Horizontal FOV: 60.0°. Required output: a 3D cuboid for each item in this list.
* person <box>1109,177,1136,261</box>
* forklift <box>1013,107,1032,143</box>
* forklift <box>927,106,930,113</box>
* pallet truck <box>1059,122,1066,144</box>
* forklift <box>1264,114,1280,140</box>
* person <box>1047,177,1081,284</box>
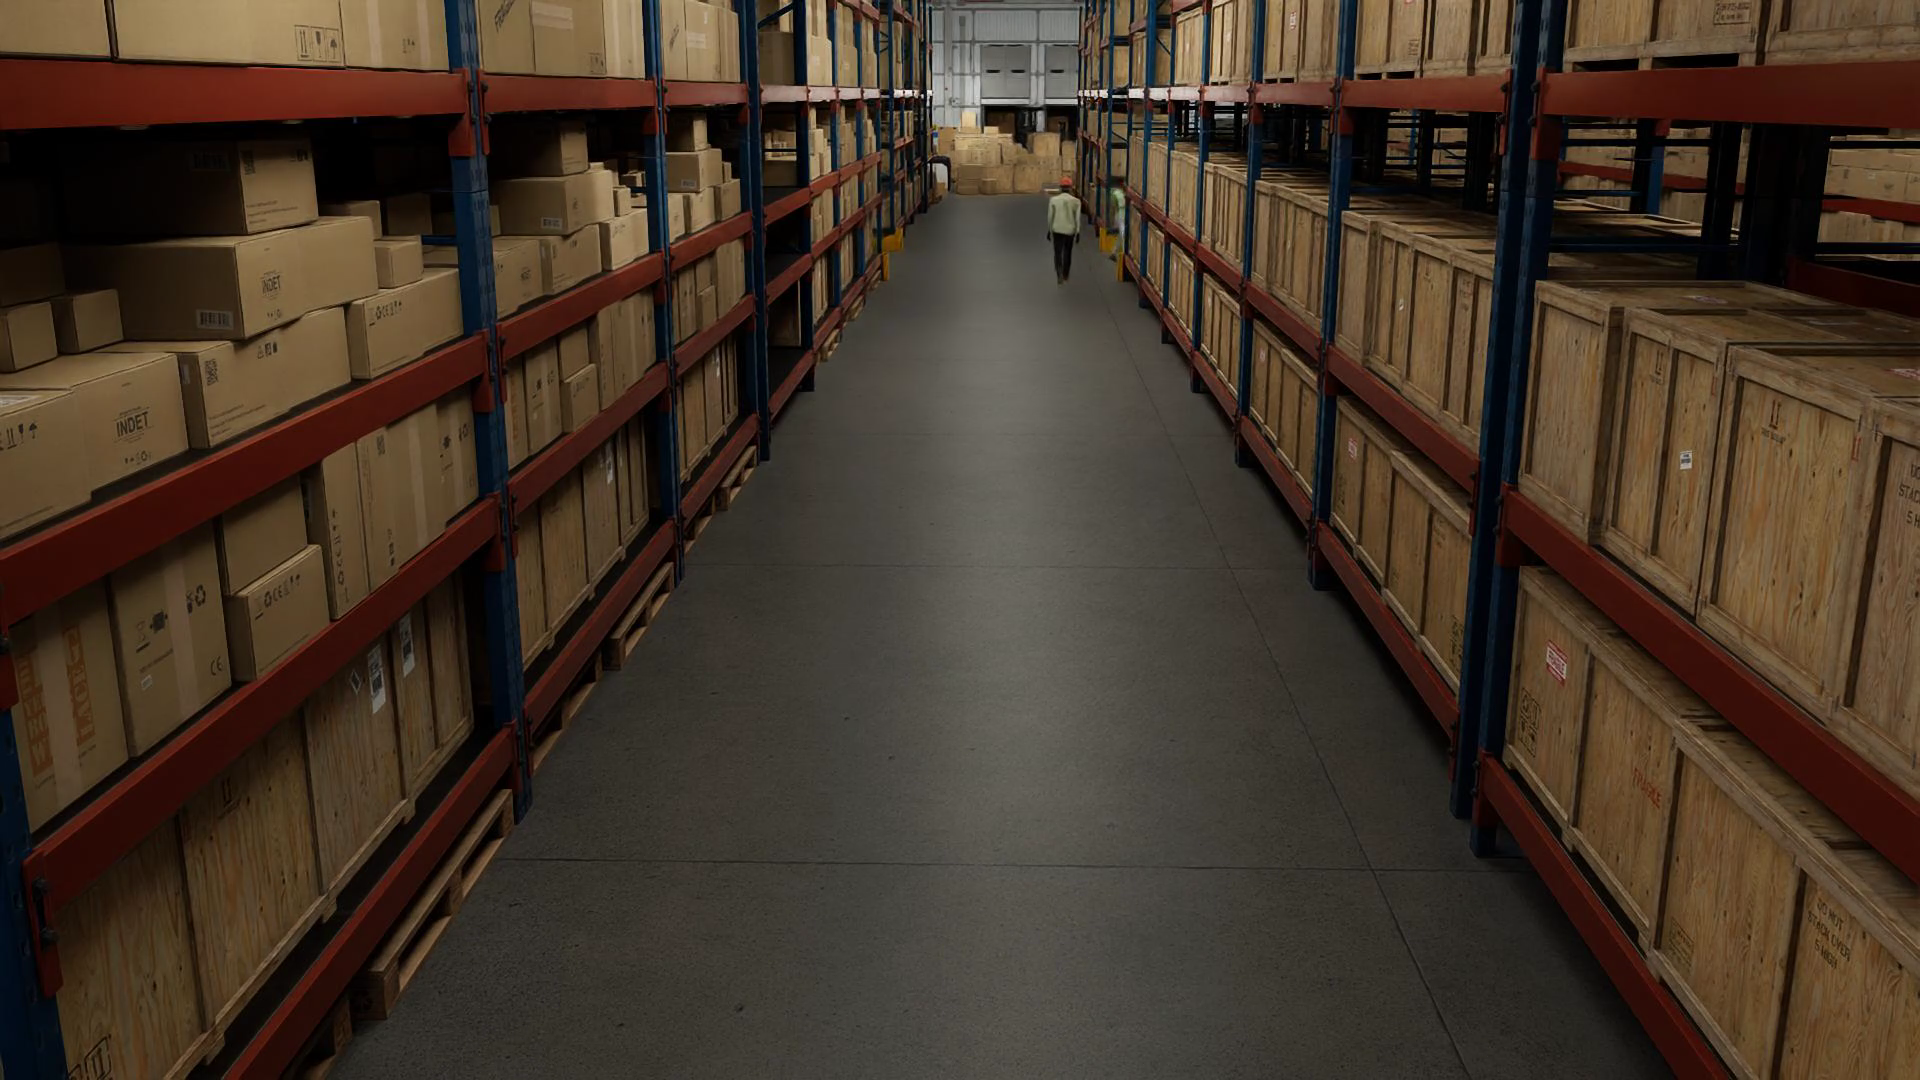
[{"bbox_3d":[3.394,-6.677,34.697,0.567,1.801,0.983,-10,18,-33],"label":"person"},{"bbox_3d":[3.089,-19.873,81.734,1.129,2.768,1.873,-7,17,-26],"label":"forklift"},{"bbox_3d":[-2.001,-20.667,84.687,1.129,2.768,1.873,0,15,2],"label":"forklift"},{"bbox_3d":[5.788,-21.111,88.014,1.885,1.965,0.823,5,16,18],"label":"pallet truck"},{"bbox_3d":[11.029,-14.015,59.936,1.129,2.768,1.873,0,15,2],"label":"forklift"},{"bbox_3d":[1.936,-5.781,31.078,0.630,1.954,0.898,0,15,0],"label":"person"}]
